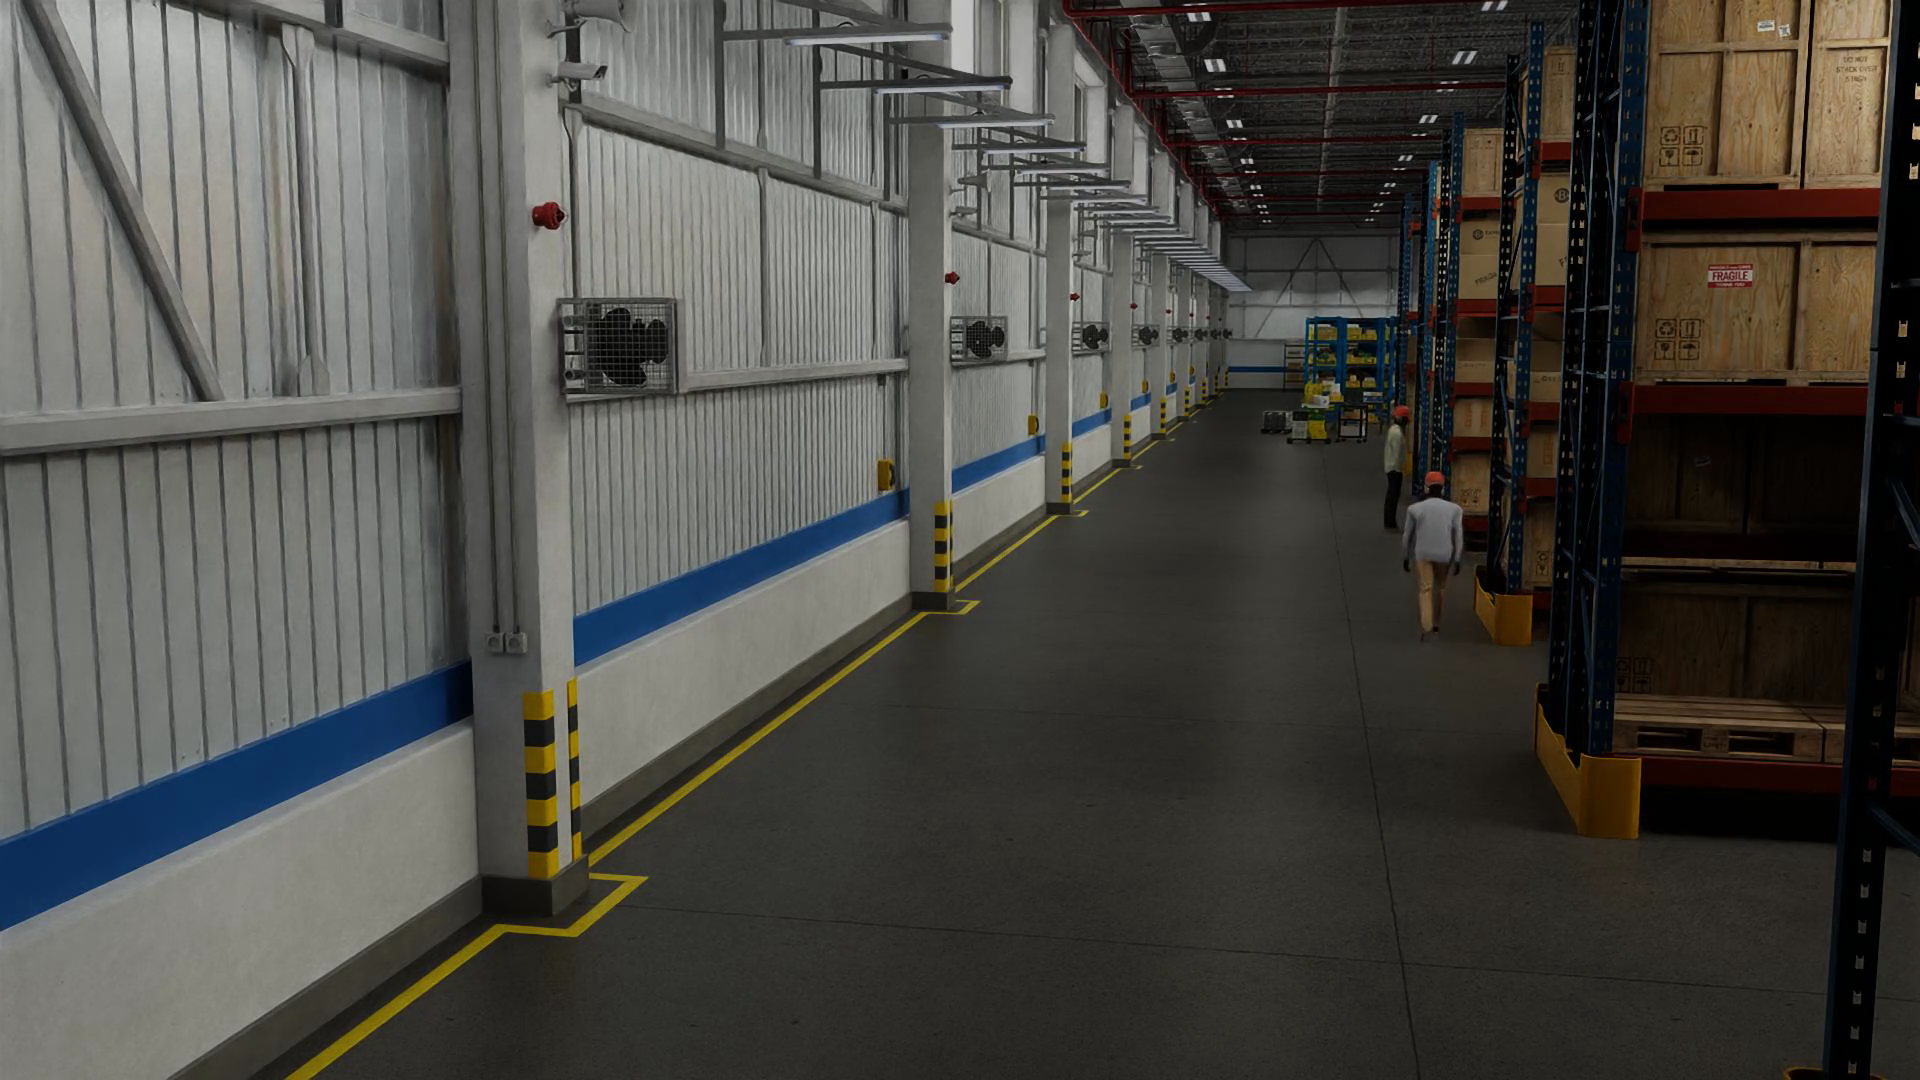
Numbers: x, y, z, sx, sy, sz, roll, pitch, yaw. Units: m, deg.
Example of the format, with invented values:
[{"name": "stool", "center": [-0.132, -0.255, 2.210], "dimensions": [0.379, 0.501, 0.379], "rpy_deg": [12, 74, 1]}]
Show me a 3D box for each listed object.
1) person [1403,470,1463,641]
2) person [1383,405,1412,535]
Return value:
[{"name": "person", "center": [4.789, 0.152, 16.845], "dimensions": [0.567, 1.711, 0.882], "rpy_deg": [1, 7, 9]}, {"name": "person", "center": [6.727, -1.083, 25.581], "dimensions": [0.400, 1.989, 0.623], "rpy_deg": [1, 7, 7]}]
